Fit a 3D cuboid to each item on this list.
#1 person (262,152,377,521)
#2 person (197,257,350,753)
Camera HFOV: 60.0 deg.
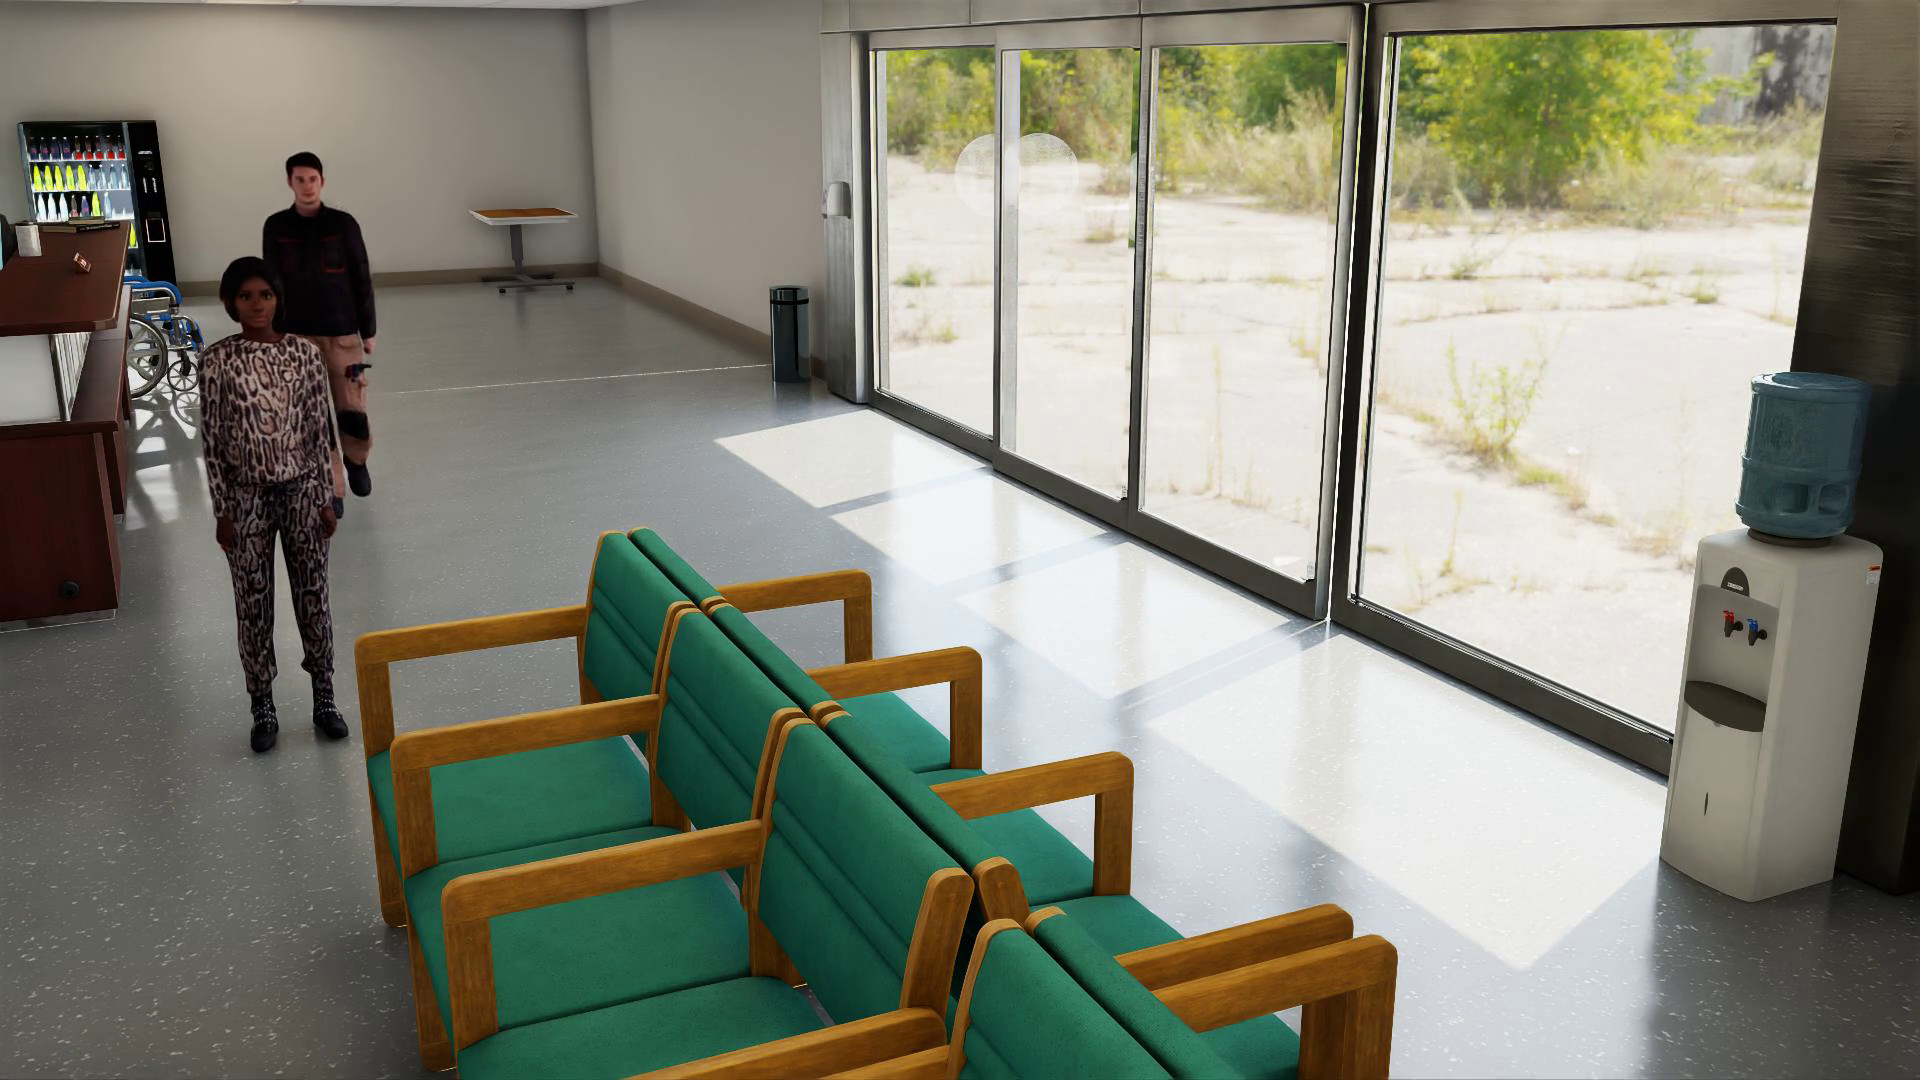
[{"bbox_3d":[-3.380,-1.074,8.810,0.837,1.914,0.837,-4,16,-15],"label":"person"},{"bbox_3d":[-2.389,-0.123,5.804,0.506,1.715,0.634,-8,18,-26],"label":"person"}]
